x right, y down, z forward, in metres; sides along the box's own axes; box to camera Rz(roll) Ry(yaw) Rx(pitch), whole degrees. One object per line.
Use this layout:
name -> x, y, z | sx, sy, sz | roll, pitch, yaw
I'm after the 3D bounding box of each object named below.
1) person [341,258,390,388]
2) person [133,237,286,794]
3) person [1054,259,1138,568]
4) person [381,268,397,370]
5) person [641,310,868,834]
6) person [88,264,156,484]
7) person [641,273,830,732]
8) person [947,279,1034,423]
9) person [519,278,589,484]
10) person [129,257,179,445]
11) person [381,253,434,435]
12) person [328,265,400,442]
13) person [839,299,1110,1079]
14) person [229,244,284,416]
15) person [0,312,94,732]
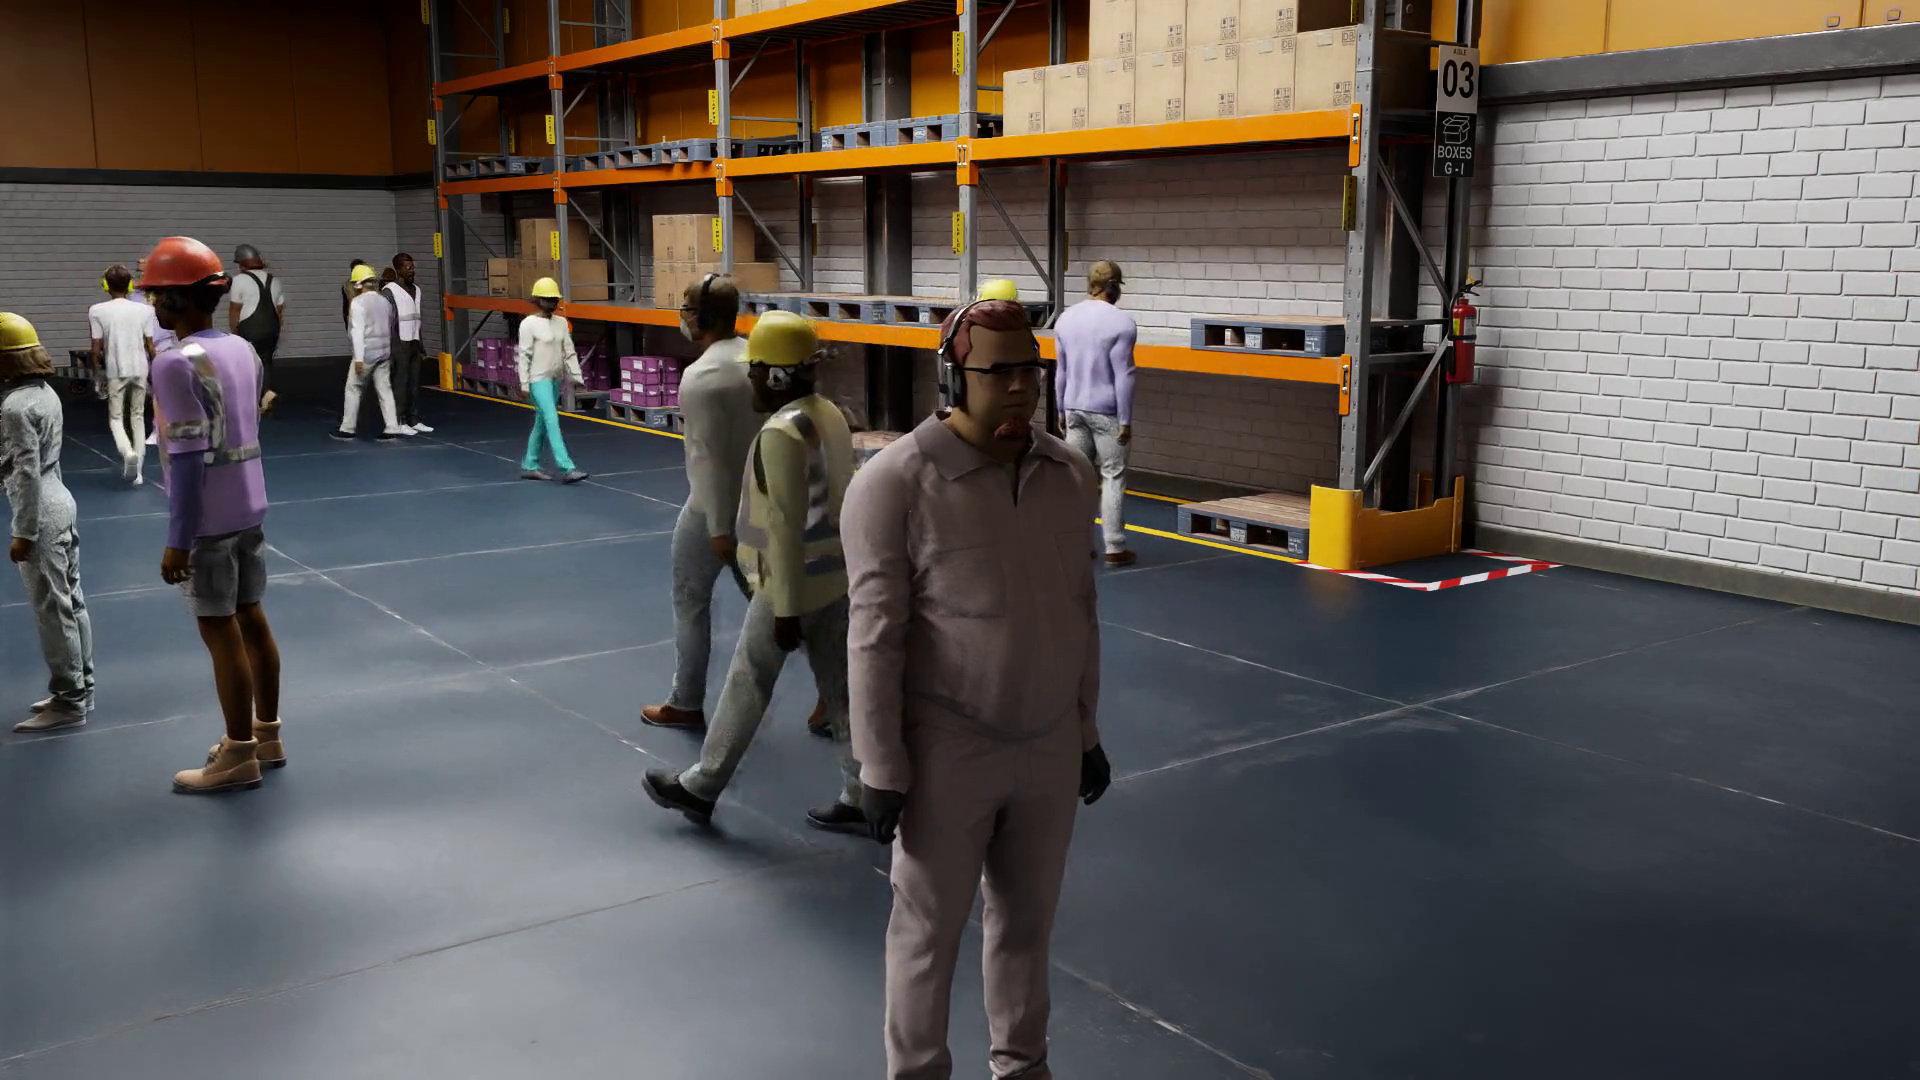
person -> -8.380, -3.069, 23.513 | 0.647, 1.816, 0.617 | -1, 10, -8
person -> -2.779, -0.082, 6.141 | 0.396, 2.044, 0.609 | 0, 10, 2
person -> 0.859, -0.793, 10.453 | 0.638, 1.929, 0.386 | 9, 14, 41
person -> -9.110, -3.542, 26.670 | 0.507, 1.633, 0.278 | -6, 12, -28
person -> -0.660, 0.125, 5.679 | 0.888, 1.789, 0.621 | 3, 11, 17
person -> -6.926, -1.362, 13.851 | 0.516, 1.855, 0.602 | -7, 12, -36
person -> -0.866, -0.131, 6.792 | 0.924, 1.912, 0.622 | 4, 11, 23
person -> 0.201, -0.703, 10.289 | 0.425, 1.803, 0.600 | 9, 14, 41
person -> -3.396, -1.329, 13.991 | 0.865, 1.724, 0.542 | 5, 11, 26
person -> -8.176, -1.931, 16.929 | 0.665, 1.889, 0.723 | 3, 11, 17
person -> -5.903, -2.083, 17.701 | 0.382, 1.918, 0.596 | 2, 10, 13
person -> -6.092, -1.881, 16.907 | 0.827, 1.794, 0.606 | 3, 11, 17
person -> 0.067, 0.443, 3.586 | 0.651, 1.907, 0.409 | -7, 12, -35
person -> -8.186, -2.441, 19.362 | 0.626, 2.000, 0.699 | 5, 11, 28
person -> -3.866, -0.072, 6.935 | 0.313, 1.741, 0.487 | -3, 10, -15
